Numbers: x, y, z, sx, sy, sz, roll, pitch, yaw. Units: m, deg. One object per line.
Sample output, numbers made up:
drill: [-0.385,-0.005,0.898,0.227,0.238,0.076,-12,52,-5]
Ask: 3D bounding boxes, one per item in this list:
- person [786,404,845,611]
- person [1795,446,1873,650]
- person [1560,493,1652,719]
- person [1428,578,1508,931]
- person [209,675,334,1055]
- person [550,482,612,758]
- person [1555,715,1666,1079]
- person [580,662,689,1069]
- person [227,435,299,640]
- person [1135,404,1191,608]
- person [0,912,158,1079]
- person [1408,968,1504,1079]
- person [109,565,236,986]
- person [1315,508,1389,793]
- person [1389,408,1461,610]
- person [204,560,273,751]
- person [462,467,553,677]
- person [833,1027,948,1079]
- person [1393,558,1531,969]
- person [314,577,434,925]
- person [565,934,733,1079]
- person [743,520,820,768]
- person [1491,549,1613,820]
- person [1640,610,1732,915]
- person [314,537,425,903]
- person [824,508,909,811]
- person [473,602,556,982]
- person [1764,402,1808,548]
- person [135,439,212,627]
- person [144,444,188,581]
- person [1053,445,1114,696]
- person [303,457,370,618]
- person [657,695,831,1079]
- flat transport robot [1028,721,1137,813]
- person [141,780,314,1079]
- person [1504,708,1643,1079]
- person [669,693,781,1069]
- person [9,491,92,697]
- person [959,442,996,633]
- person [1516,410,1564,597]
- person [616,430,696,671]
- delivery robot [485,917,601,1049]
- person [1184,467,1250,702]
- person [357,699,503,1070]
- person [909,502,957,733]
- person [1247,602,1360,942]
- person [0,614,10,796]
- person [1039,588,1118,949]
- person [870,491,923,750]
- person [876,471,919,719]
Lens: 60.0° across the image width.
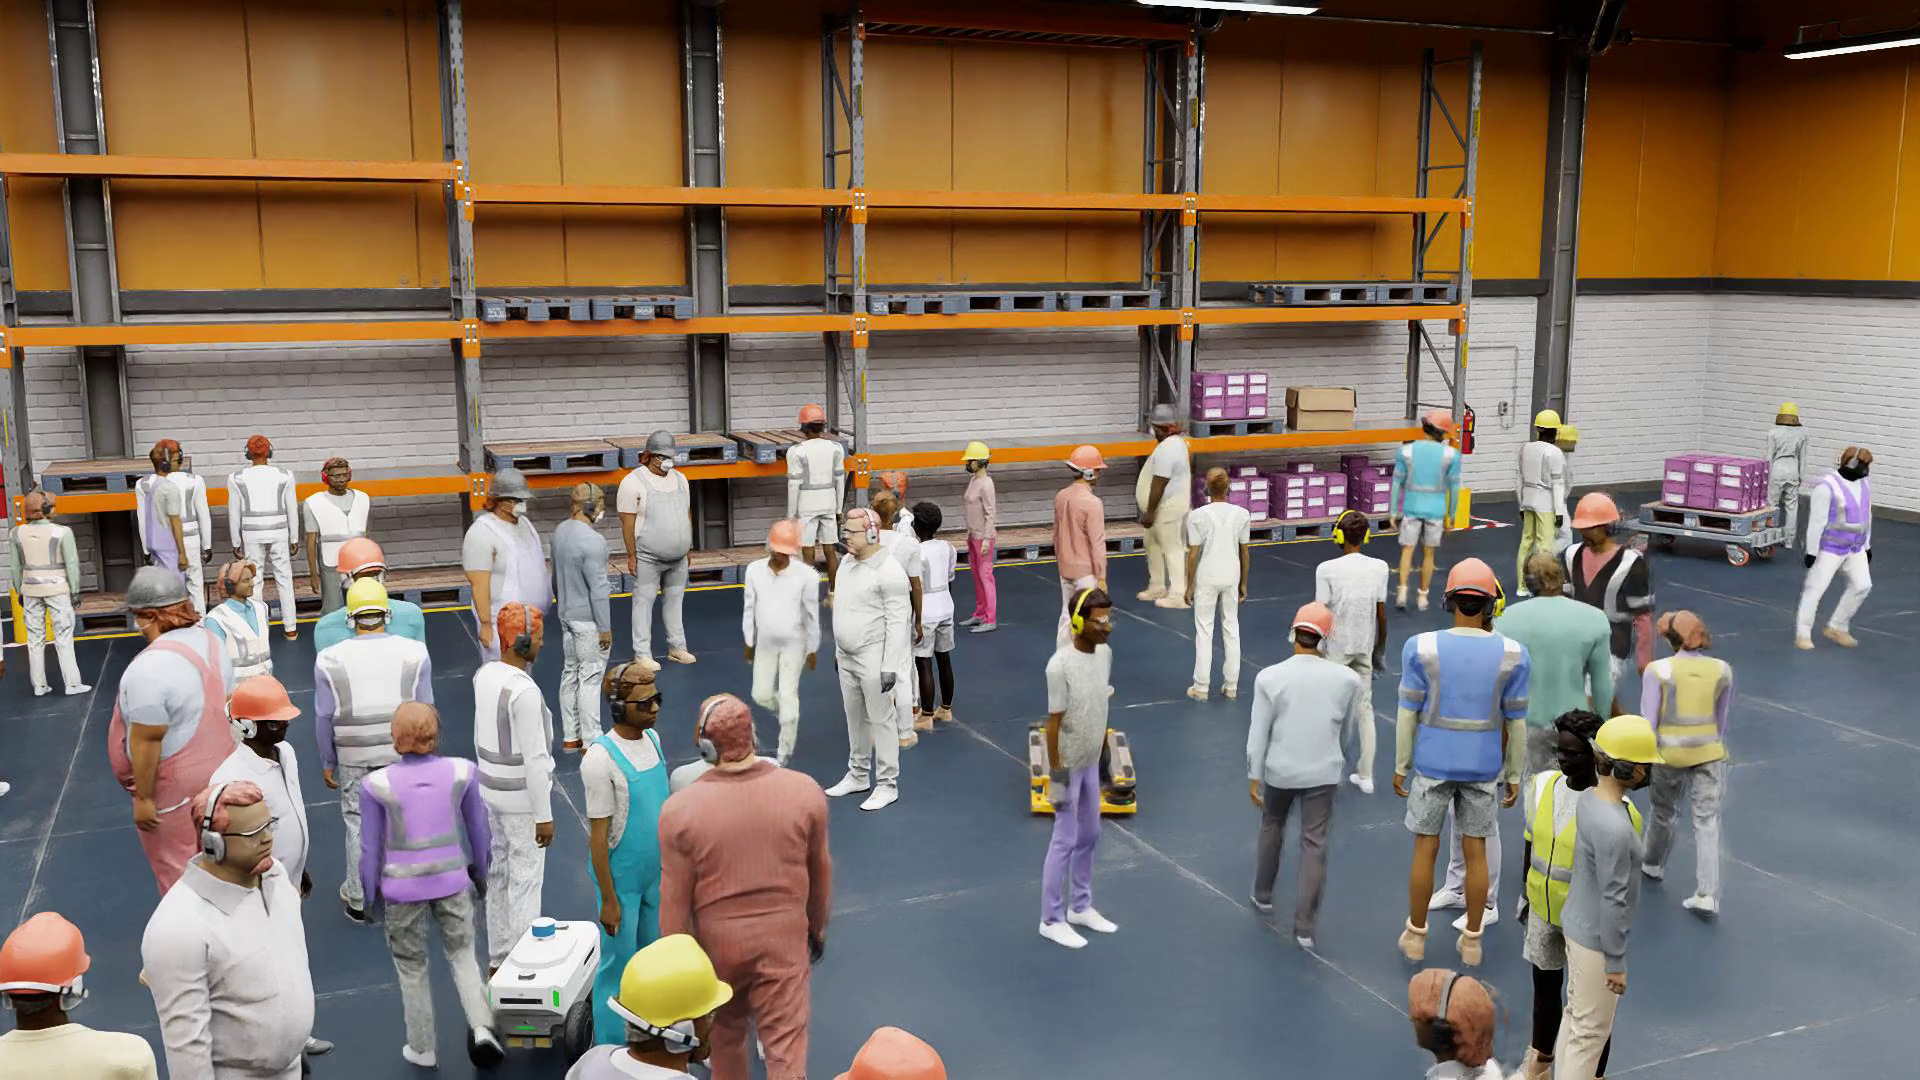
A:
person: [-1.413,-0.299,16.129,0.605,2.045,0.377,-6,11,-31]
person: [7.733,0.071,14.672,0.709,1.814,0.487,-4,11,-22]
person: [4.037,0.685,10.628,1.080,1.974,0.604,-5,11,-26]
person: [2.660,1.083,8.651,0.328,1.877,0.514,-4,10,-20]
person: [-2.906,1.424,7.035,0.329,1.751,0.563,0,10,2]
person: [-2.594,0.559,11.503,0.352,1.932,0.635,-8,13,-39]
person: [2.494,1.531,6.417,0.339,1.761,0.524,2,10,12]
person: [-1.346,1.405,6.877,0.344,1.847,0.504,3,10,17]
person: [-6.243,-0.008,14.950,0.573,1.876,0.355,-5,11,-25]
person: [1.957,-0.344,16.394,0.677,2.000,0.692,2,10,12]
person: [-2.425,1.860,4.519,0.564,1.753,0.336,-3,10,-14]
person: [1.362,1.944,4.469,0.815,1.606,0.518,6,11,30]
person: [-3.808,1.107,8.037,0.535,2.000,0.687,1,10,6]
person: [2.500,0.725,10.755,0.525,1.862,0.329,-2,10,-11]
person: [4.533,-0.296,16.201,0.652,2.010,0.471,4,11,21]
person: [-4.384,0.933,10.182,0.308,1.645,0.515,2,10,14]
person: [-3.093,0.496,11.556,0.536,2.000,0.688,3,10,17]
person: [-0.137,1.969,3.882,0.565,1.755,0.318,-8,13,-38]
person: [2.445,1.095,8.157,0.611,2.029,0.409,1,10,8]
person: [-3.051,1.101,8.716,0.592,1.825,0.404,-4,11,-23]
person: [-0.717,1.876,4.205,0.607,1.828,0.403,9,13,41]
person: [-1.204,0.689,11.373,0.570,1.721,0.491,4,10,20]
person: [3.202,1.009,9.053,0.662,1.900,0.747,3,10,15]
person: [3.891,1.169,8.975,0.524,1.584,0.866,0,10,-1]
person: [-3.163,0.972,8.969,0.613,1.987,0.406,-9,13,-41]
person: [-0.607,0.742,10.525,0.407,1.908,0.641,-8,13,-39]
person: [-2.078,1.220,7.827,0.337,1.885,0.585,-8,13,-38]
person: [9.752,-0.766,19.719,0.482,1.734,0.324,0,10,-1]
person: [-6.857,0.051,14.563,0.576,1.886,0.355,-3,10,-19]
person: [-6.890,0.086,14.482,0.506,1.845,0.344,8,12,38]
person: [0.971,0.243,13.141,0.381,1.994,0.622,-6,11,-29]
person: [-5.075,0.232,13.634,0.375,1.843,0.574,8,13,38]
person: [-0.800,1.508,6.270,0.661,1.901,0.673,-2,10,-12]
flat transport robot: [0.785,1.482,10.968,0.652,0.197,1.431,0,10,1]
person: [-2.206,1.669,5.180,0.401,1.910,0.641,1,10,6]
person: [2.471,1.507,6.722,0.319,1.696,0.532,-6,11,-31]
person: [-0.991,1.473,7.148,0.511,1.643,0.327,-4,10,-20]
person: [-7.184,0.432,13.091,0.515,1.636,0.315,0,10,-1]
person: [0.165,-0.026,15.353,0.312,1.767,0.533,-3,10,-17]
person: [5.850,-0.347,16.737,0.370,1.928,0.585,-5,11,-25]
person: [-2.504,0.073,13.991,0.680,2.000,0.535,-10,14,-44]
delivery robot: [-1.838,1.918,7.372,0.477,0.478,0.707,0,10,2]
person: [1.999,0.349,12.970,0.513,1.844,0.340,-2,10,-11]
person: [-2.238,1.492,7.023,0.538,1.622,0.488,-7,12,-34]
person: [-0.232,0.562,12.166,0.321,1.697,0.529,7,12,36]
person: [1.757,1.162,8.664,0.570,1.704,0.806,0,10,1]
person: [-6.385,0.738,10.515,0.597,1.916,0.372,-4,11,-22]
person: [0.614,1.145,8.404,0.375,1.847,0.520,7,12,36]
person: [-0.519,0.569,11.700,0.519,1.843,0.331,1,10,3]
person: [-0.477,0.415,12.475,0.340,1.882,0.585,-3,10,-16]
